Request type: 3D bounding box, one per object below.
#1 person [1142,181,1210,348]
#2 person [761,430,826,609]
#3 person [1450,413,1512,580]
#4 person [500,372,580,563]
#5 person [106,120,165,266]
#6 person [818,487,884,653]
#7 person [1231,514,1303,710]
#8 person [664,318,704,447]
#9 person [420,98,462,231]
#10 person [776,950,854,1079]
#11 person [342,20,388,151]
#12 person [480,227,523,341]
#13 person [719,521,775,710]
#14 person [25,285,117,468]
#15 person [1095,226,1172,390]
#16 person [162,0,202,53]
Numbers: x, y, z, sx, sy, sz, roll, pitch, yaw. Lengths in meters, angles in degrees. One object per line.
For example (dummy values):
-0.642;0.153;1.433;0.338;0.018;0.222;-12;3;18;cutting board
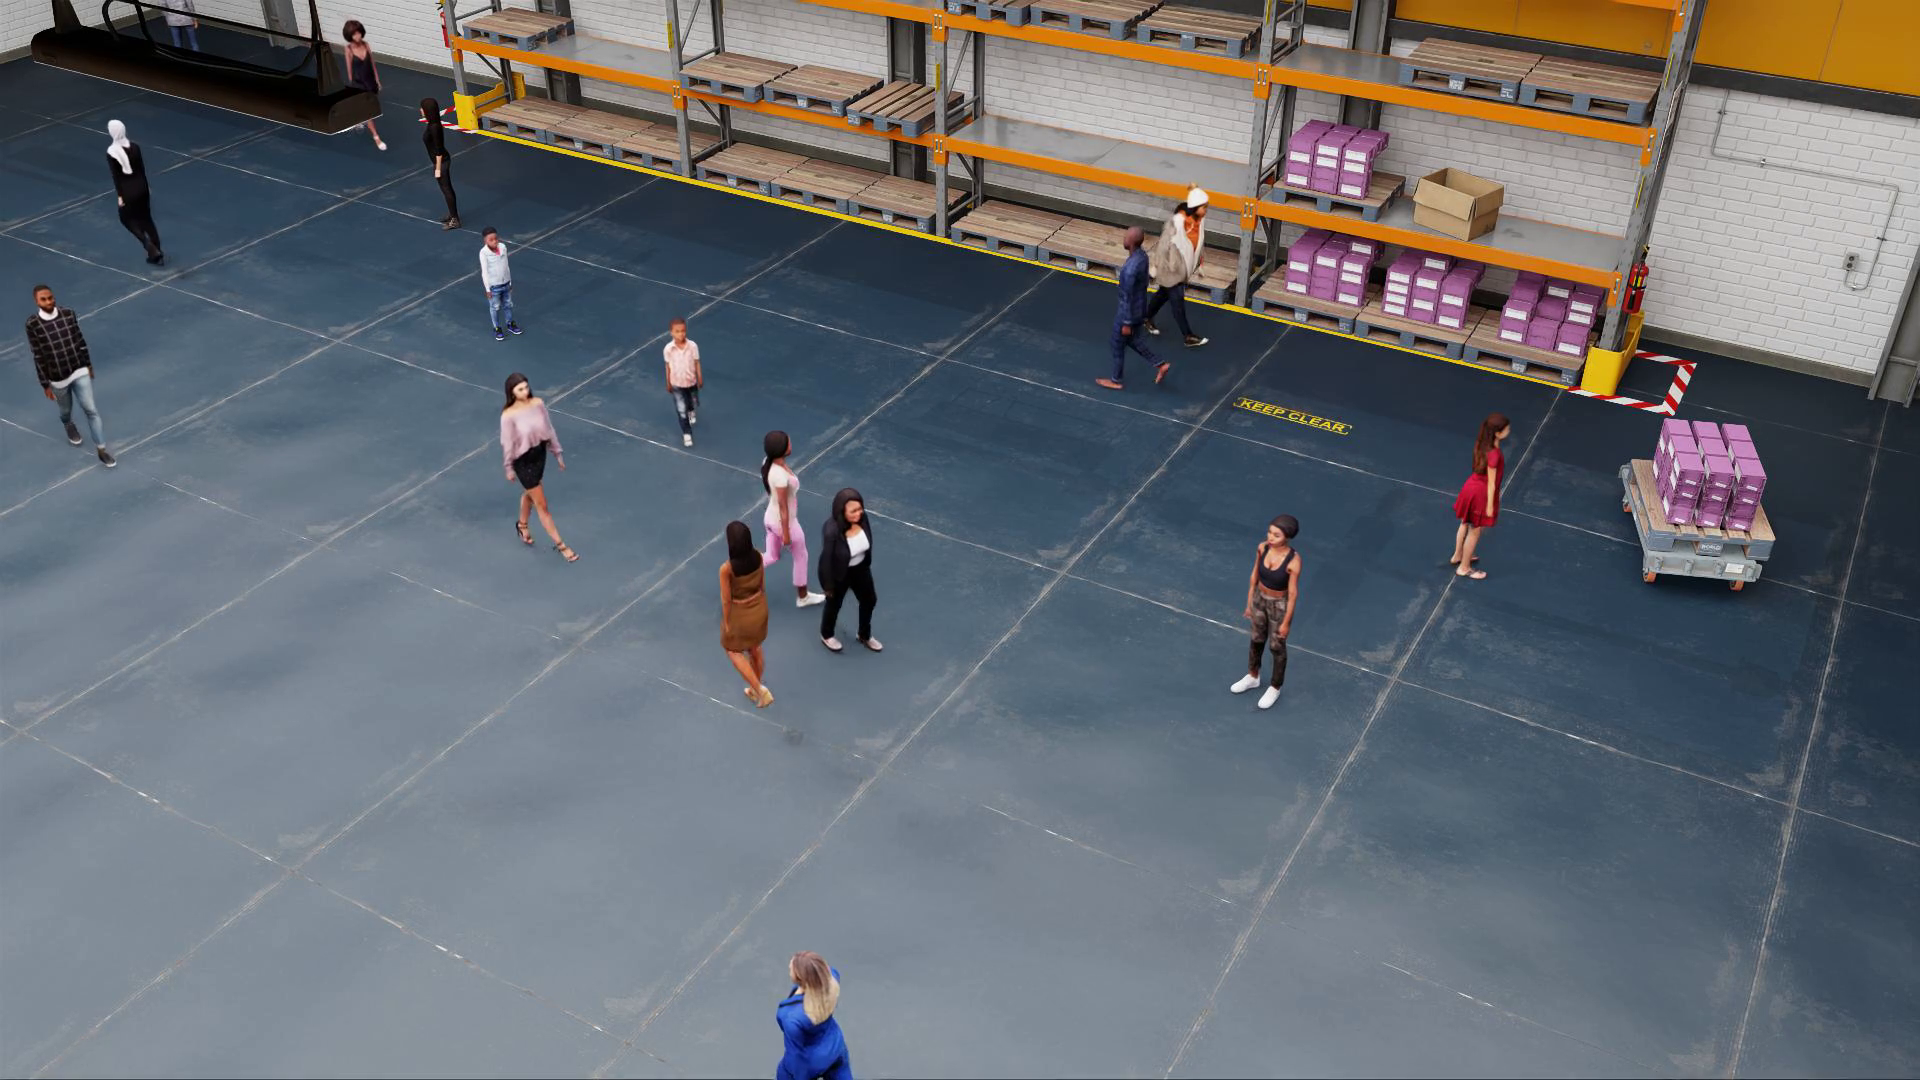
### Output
2.234;-2.989;17.941;0.858;1.828;1.216;-27;42;-35;person
-1.562;-0.111;13.714;1.047;1.716;1.080;-14;36;-20;person
4.477;-0.404;14.302;0.727;1.553;0.667;-1;34;-1;person
-3.803;-0.666;14.503;1.114;1.766;0.760;24;41;32;person
-9.659;-4.045;19.588;0.627;1.764;0.603;17;37;24;person
-0.965;0.228;13.319;0.814;1.588;0.709;25;41;32;person
2.406;0.521;12.778;0.708;1.700;0.587;-24;41;-32;person
-2.717;-1.596;16.326;0.797;1.296;0.850;-8;34;-11;person
-6.447;-4.694;20.675;0.694;1.642;0.635;-8;35;-12;person
-0.709;2.922;9.201;1.156;1.659;0.676;20;39;28;person
-8.264;-6.293;22.969;0.970;1.767;0.623;24;40;31;person
-5.067;-2.842;18.232;0.537;1.261;0.567;-26;42;-34;person
-1.581;0.618;12.648;0.674;1.680;0.802;-27;42;-34;person
-8.585;-1.613;15.908;0.906;1.787;1.272;-27;42;-35;person
1.827;-2.337;16.985;1.053;1.801;0.790;10;35;15;person
-11.987;-8.003;25.572;0.672;1.732;0.734;-9;35;-13;person
